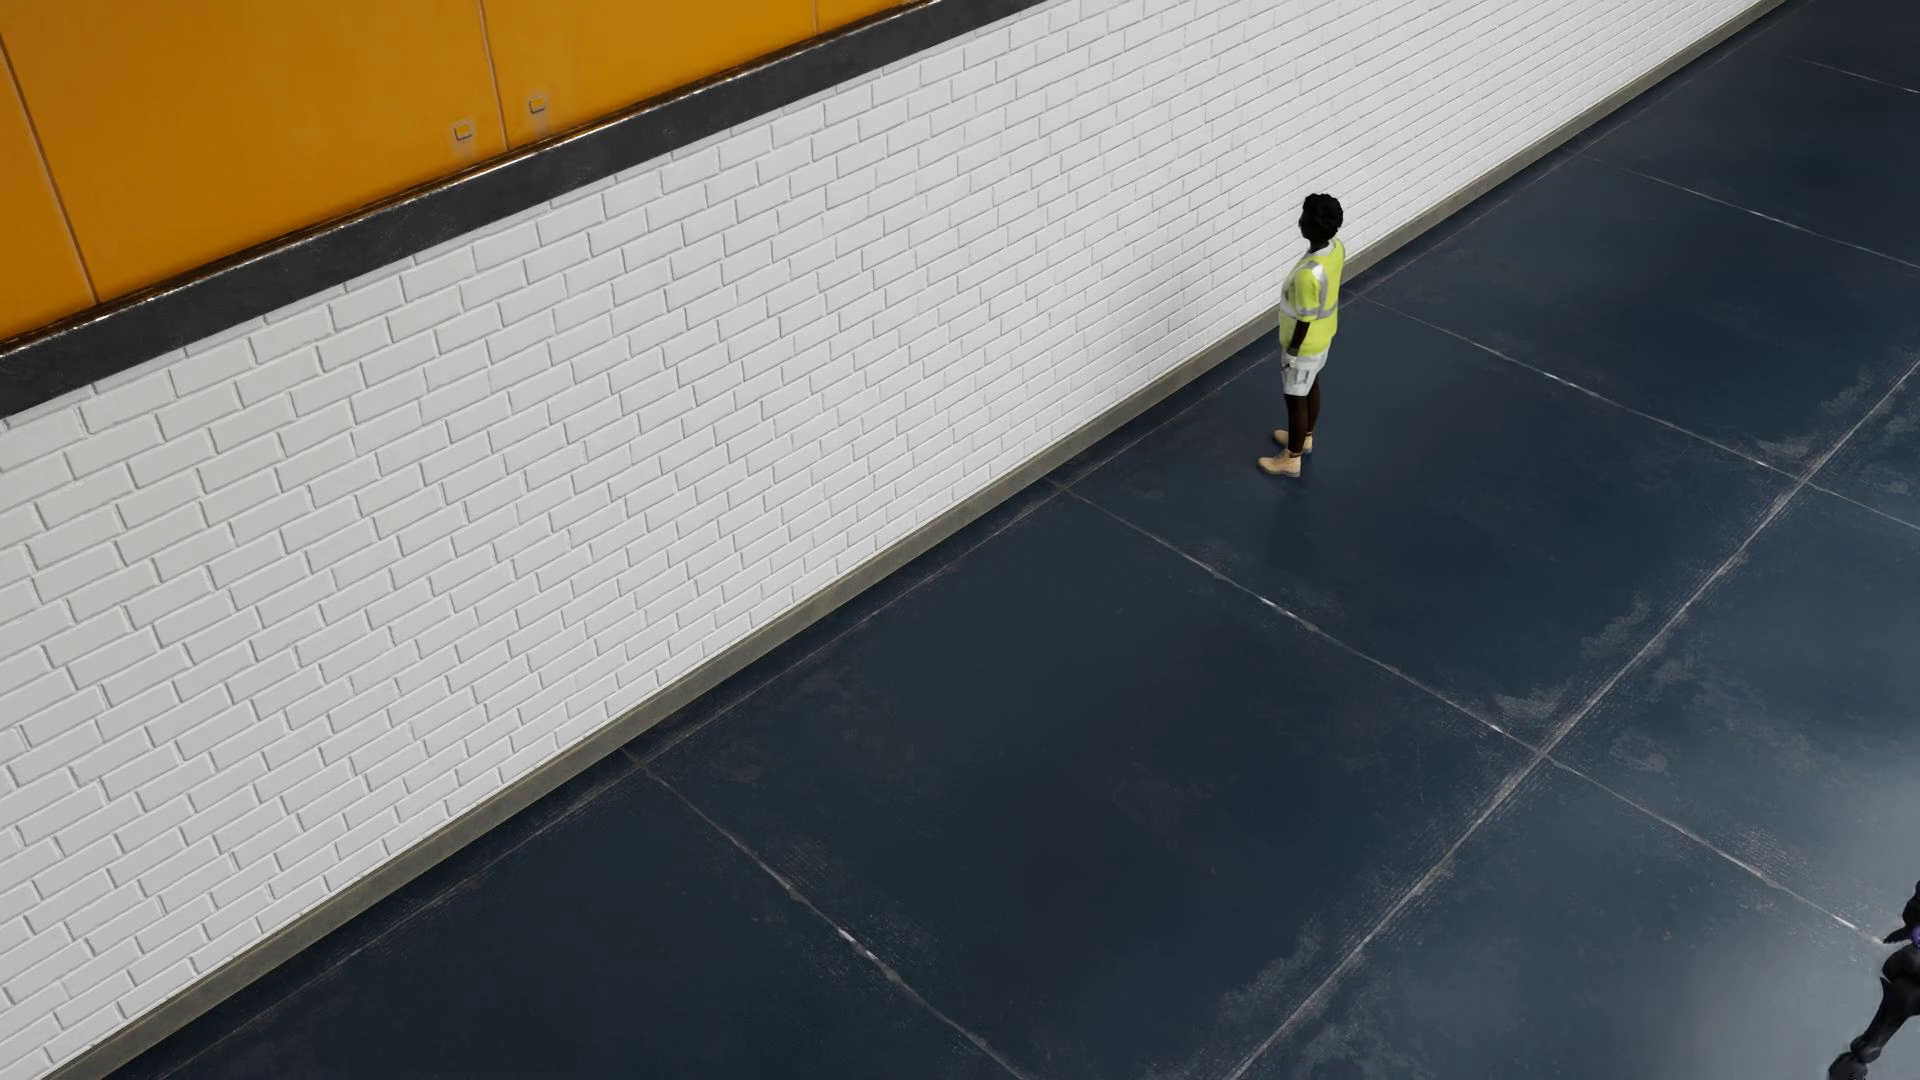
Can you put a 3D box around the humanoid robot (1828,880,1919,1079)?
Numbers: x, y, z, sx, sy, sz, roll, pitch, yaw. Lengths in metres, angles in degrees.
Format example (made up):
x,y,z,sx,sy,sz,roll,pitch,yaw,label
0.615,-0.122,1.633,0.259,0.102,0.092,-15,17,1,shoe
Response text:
x,y,z,sx,sy,sz,roll,pitch,yaw,label
3.511,1.561,5.892,0.801,1.634,0.592,-14,41,-17,humanoid robot

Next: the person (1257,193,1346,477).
x,y,z,sx,sy,sz,roll,pitch,yaw,label
1.901,-1.126,9.182,0.316,1.695,0.541,18,42,21,person
